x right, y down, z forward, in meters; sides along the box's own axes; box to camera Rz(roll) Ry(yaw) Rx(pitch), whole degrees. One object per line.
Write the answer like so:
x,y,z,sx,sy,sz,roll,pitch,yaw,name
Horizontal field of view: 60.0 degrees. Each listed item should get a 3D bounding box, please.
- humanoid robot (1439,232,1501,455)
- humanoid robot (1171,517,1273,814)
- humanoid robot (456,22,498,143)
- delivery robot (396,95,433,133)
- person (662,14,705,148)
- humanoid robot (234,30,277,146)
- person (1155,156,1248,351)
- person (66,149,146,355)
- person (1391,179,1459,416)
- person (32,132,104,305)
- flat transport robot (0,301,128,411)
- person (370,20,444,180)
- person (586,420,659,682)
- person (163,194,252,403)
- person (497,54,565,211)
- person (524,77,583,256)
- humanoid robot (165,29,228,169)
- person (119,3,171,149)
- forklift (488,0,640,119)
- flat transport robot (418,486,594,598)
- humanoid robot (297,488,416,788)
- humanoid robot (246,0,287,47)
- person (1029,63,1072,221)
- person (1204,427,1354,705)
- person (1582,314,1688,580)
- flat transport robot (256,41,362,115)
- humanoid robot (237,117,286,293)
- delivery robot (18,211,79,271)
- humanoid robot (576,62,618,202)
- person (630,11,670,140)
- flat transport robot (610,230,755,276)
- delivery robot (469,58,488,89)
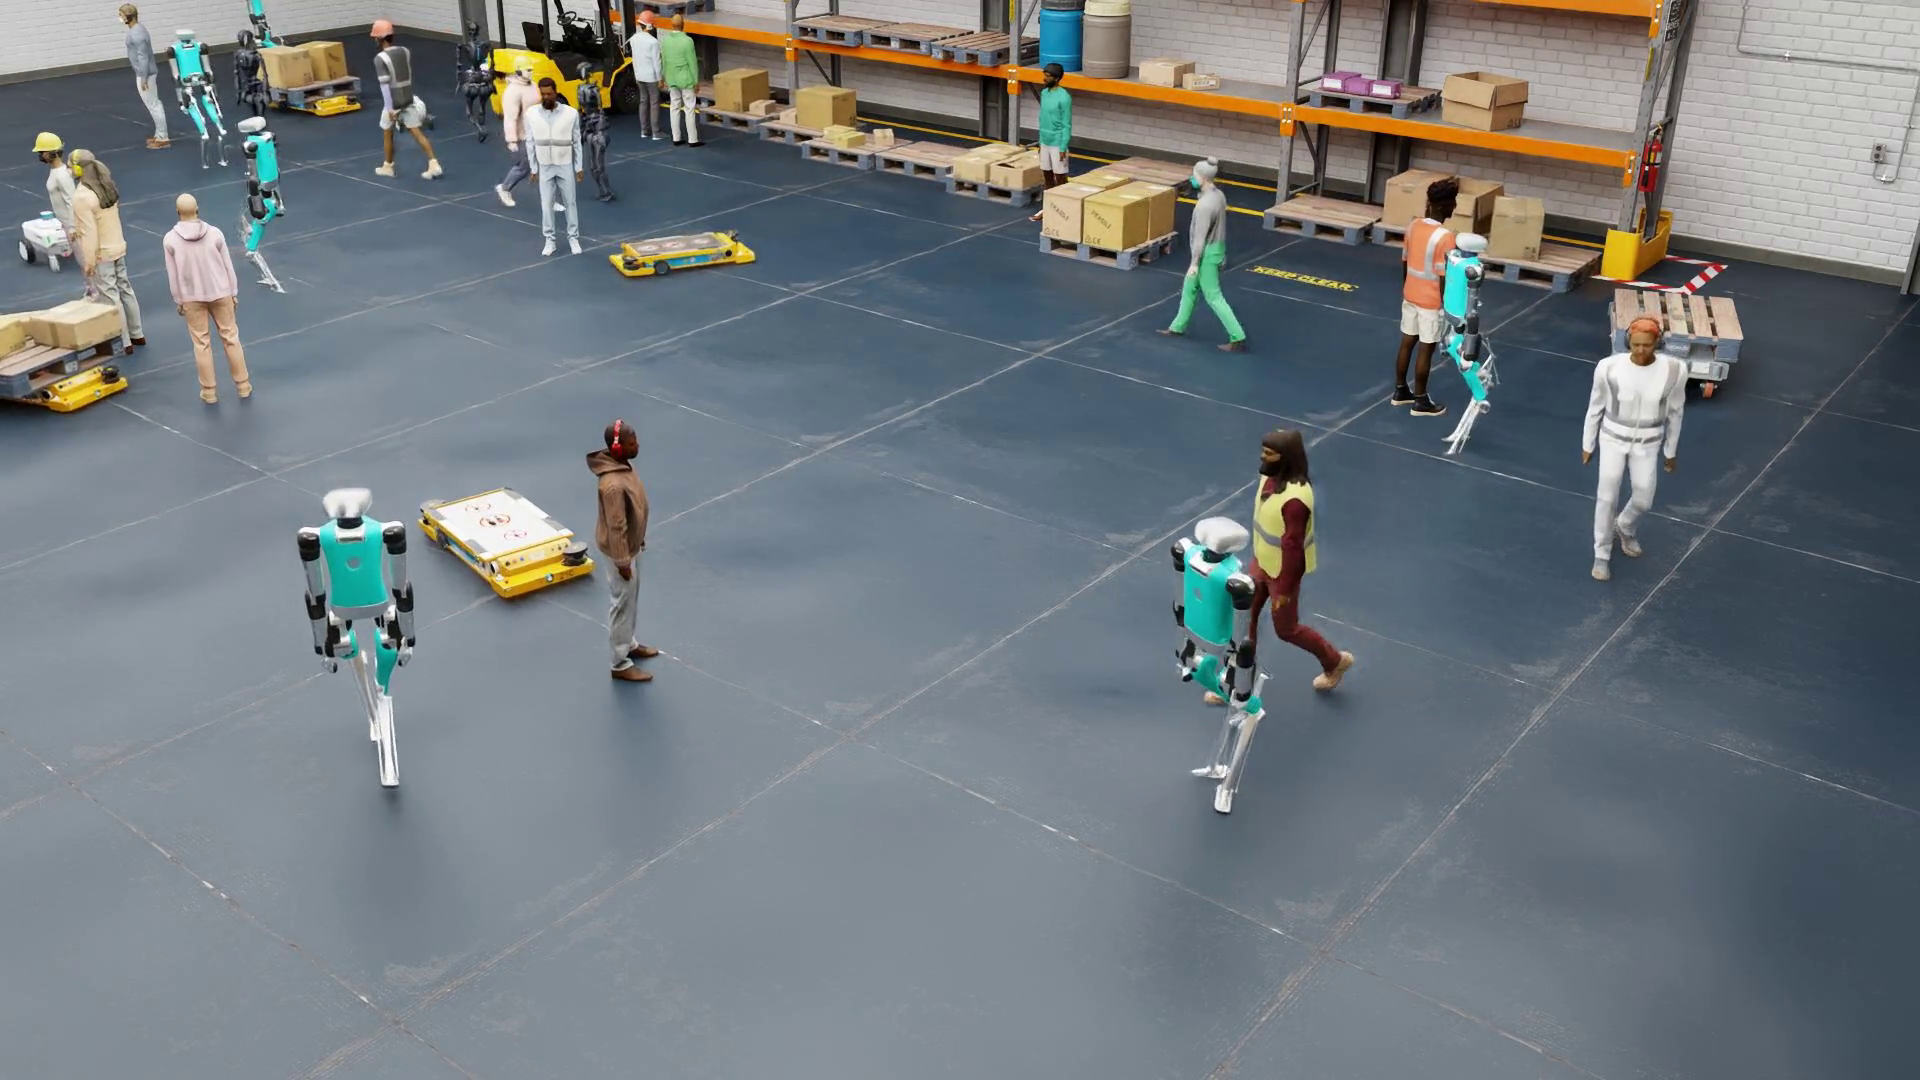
4.078,-1.519,13.065,0.671,1.829,0.544,-4,26,-7,humanoid robot
1.441,0.633,8.579,0.800,1.779,0.615,-17,31,-32,humanoid robot
-6.722,-6.366,23.154,0.590,1.631,0.491,-17,30,-31,humanoid robot
-7.980,-6.226,24.158,0.499,0.614,0.811,-12,28,-24,delivery robot
-3.823,-6.317,22.910,0.550,1.783,0.384,12,28,24,person
-9.564,-6.065,22.537,0.601,1.642,0.587,10,28,21,humanoid robot
2.295,-2.647,15.297,0.935,1.800,0.536,11,28,22,person
-7.771,-2.614,15.140,0.398,1.875,0.568,2,26,4,person
3.873,-2.010,13.782,0.374,1.966,0.603,-8,27,-16,person
-8.706,-3.093,16.252,0.324,1.768,0.524,-16,30,-29,person
-8.050,-1.381,14.431,1.431,0.231,0.659,9,27,18,flat transport robot
-7.121,-5.593,21.176,1.020,2.000,0.611,14,29,26,person
-1.995,0.058,9.864,0.308,1.646,0.463,0,26,0,person
-6.354,-2.028,14.029,0.523,1.783,0.401,-14,29,-26,person
-5.172,-4.840,19.788,0.813,1.840,0.803,11,28,21,person
-4.394,-4.071,18.107,0.588,1.919,0.394,-4,26,-7,person
-9.909,-5.731,21.766,0.530,1.791,0.697,-21,33,-37,humanoid robot
-11.195,-6.368,22.840,0.360,1.938,0.630,-10,27,-20,person
-5.874,-7.334,24.552,1.214,2.155,2.313,19,32,34,forklift
-3.186,-0.011,11.592,0.659,0.231,1.431,-19,32,-34,flat transport robot
-3.189,0.456,8.965,0.555,1.740,1.037,-7,27,-14,humanoid robot
-11.017,-8.144,26.766,0.876,1.785,0.558,-2,26,-5,humanoid robot
1.100,-4.575,19.229,0.400,1.850,0.492,-17,31,-31,person
1.889,0.161,9.554,0.822,1.738,0.479,-6,27,-13,person
4.464,-0.656,11.106,0.600,1.861,0.608,7,27,14,person
-9.933,-6.719,25.486,1.431,0.231,0.659,16,30,30,flat transport robot
-7.192,-3.390,16.908,0.731,1.802,0.544,2,26,5,humanoid robot
-9.813,-3.243,17.970,0.809,0.606,0.499,22,33,38,delivery robot
-4.458,-4.977,20.269,0.320,1.652,0.592,-21,33,-37,humanoid robot
-4.372,-6.533,23.436,0.576,1.714,0.356,21,33,37,person
-3.004,-3.096,17.983,1.431,0.231,0.659,-12,28,-23,flat transport robot
-7.459,-7.362,26.505,0.499,0.609,0.813,14,29,27,delivery robot
